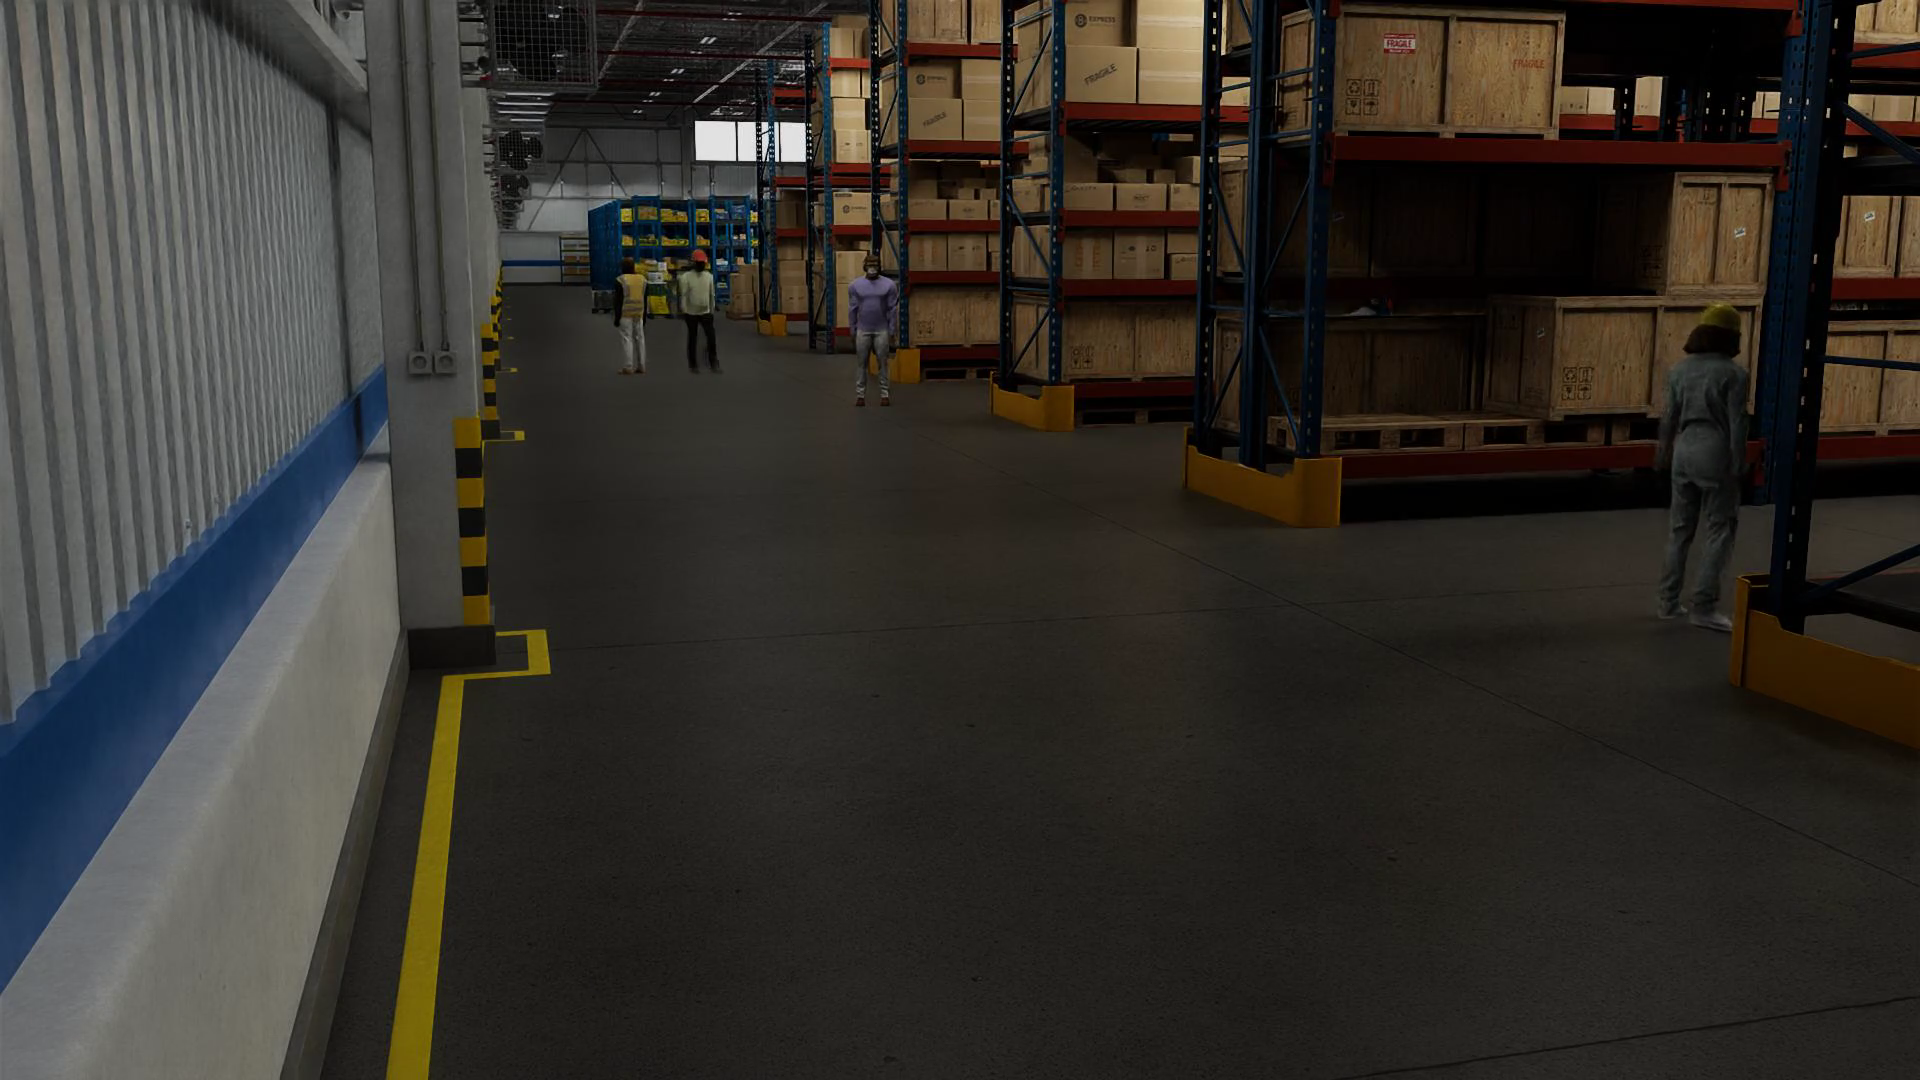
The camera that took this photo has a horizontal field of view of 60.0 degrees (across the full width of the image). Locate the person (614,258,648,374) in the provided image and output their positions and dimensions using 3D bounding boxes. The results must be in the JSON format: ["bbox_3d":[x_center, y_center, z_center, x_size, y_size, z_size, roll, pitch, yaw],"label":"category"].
[{"bbox_3d":[-5.244,-3.547,26.405,0.429,1.839,0.633,8,13,39],"label":"person"}]

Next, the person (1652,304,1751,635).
[{"bbox_3d":[3.944,-0.376,8.790,0.512,1.717,0.687,-5,11,-27],"label":"person"}]

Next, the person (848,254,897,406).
[{"bbox_3d":[-1.103,-2.651,21.095,0.624,1.931,0.368,0,10,0],"label":"person"}]

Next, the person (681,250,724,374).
[{"bbox_3d":[-4.088,-3.586,26.269,0.631,1.958,0.882,-6,12,-31],"label":"person"}]

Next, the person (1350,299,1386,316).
[{"bbox_3d":[3.815,-1.568,15.513,0.424,1.729,0.556,-4,11,-22],"label":"person"}]
